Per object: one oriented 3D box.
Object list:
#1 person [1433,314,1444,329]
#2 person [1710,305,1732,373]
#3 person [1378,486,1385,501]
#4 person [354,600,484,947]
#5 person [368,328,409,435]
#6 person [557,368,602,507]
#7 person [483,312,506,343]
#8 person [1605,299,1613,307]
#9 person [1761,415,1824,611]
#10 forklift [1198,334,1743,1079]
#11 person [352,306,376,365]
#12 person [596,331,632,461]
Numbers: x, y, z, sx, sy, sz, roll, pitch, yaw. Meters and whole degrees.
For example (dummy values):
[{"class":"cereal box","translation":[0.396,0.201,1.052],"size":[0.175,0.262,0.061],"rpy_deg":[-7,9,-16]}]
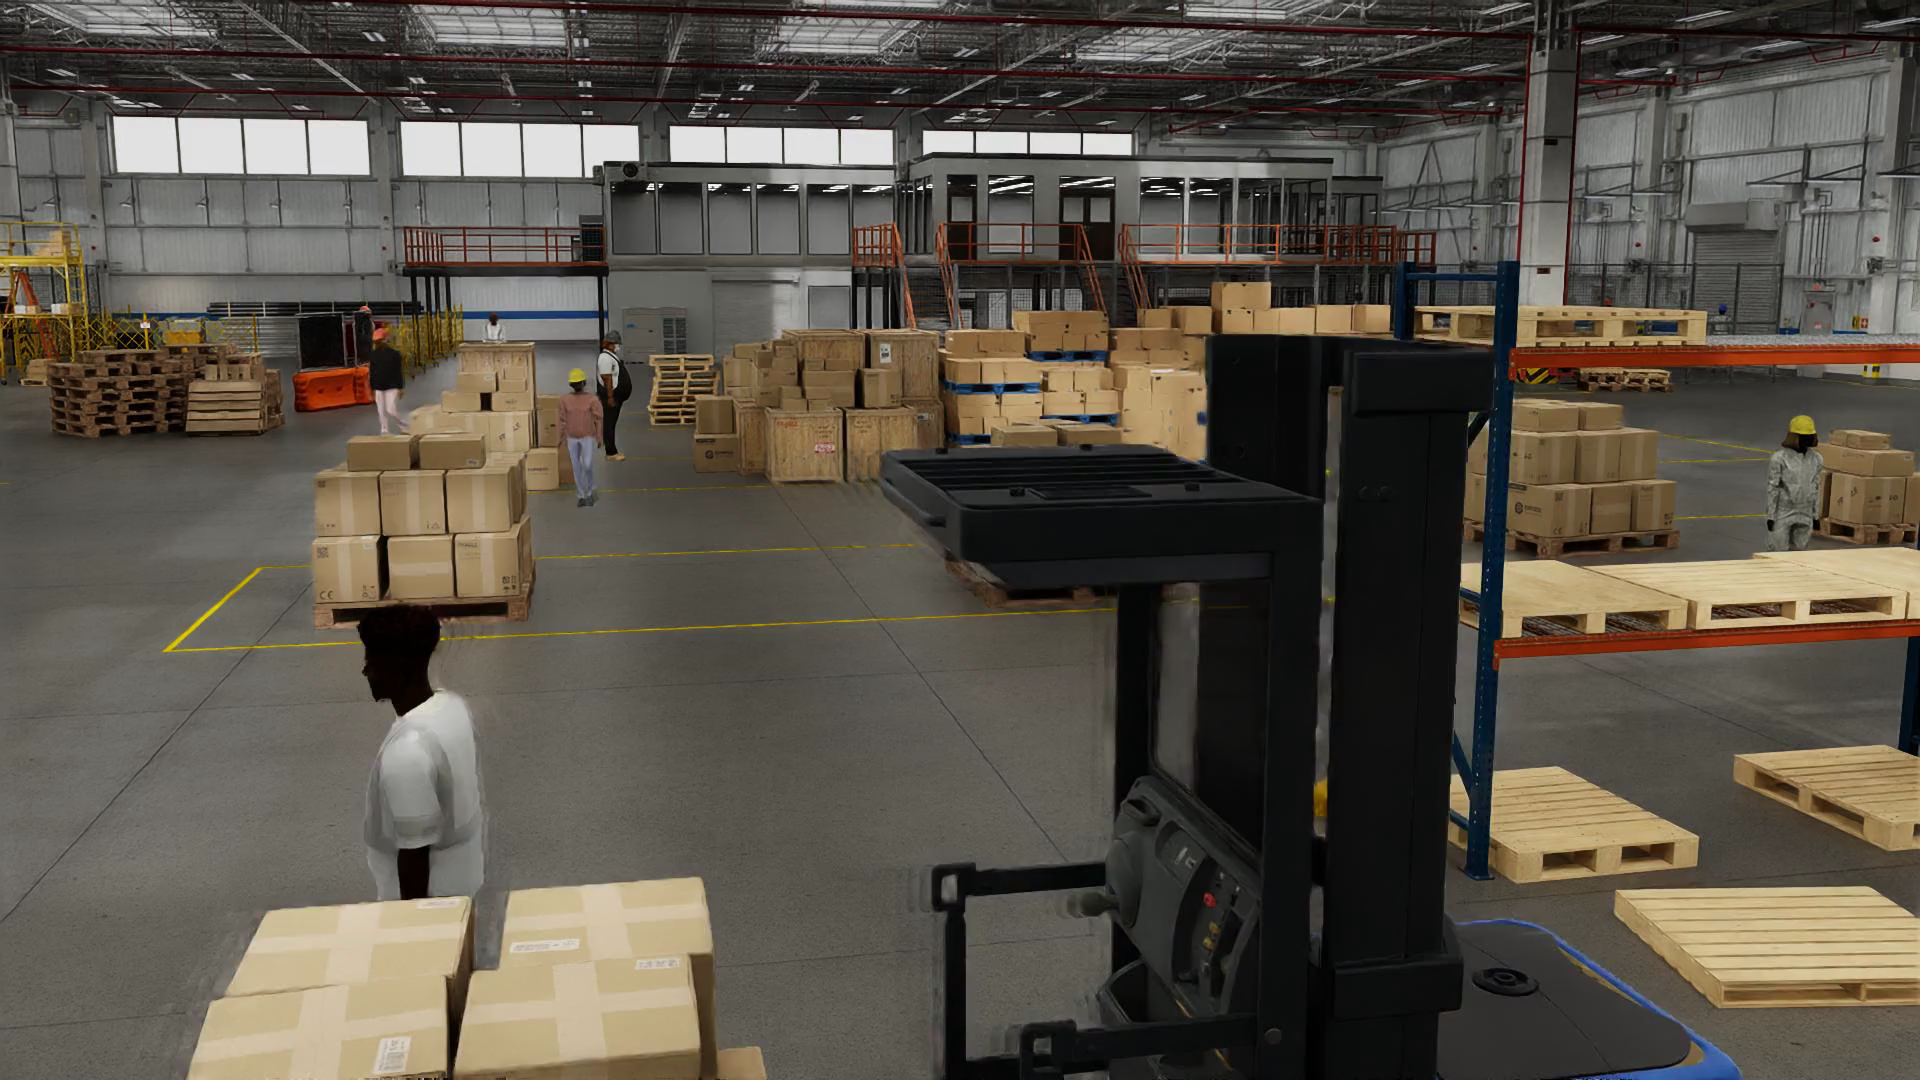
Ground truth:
[{"class":"person","translation":[13.082,-5.422,45.625],"size":[0.691,1.917,0.547],"rpy_deg":[-3,10,-17]},{"class":"person","translation":[21.586,-5.699,47.194],"size":[0.605,1.948,0.384],"rpy_deg":[8,12,39]},{"class":"person","translation":[4.427,-0.797,17.702],"size":[0.549,1.816,0.966],"rpy_deg":[2,10,12]},{"class":"person","translation":[-1.766,1.148,5.503],"size":[0.678,1.962,0.623],"rpy_deg":[0,9,1]},{"class":"person","translation":[-9.670,-2.576,28.057],"size":[0.616,1.982,0.516],"rpy_deg":[3,10,19]},{"class":"person","translation":[-4.765,-1.270,20.789],"size":[0.538,1.746,0.451],"rpy_deg":[0,9,3]},{"class":"person","translation":[-11.908,-4.903,42.605],"size":[0.581,1.863,0.710],"rpy_deg":[0,9,0]},{"class":"person","translation":[20.417,-6.601,52.553],"size":[0.623,1.992,0.396],"rpy_deg":[-7,12,-38]},{"class":"person","translation":[7.208,-0.211,14.369],"size":[0.492,1.742,0.323],"rpy_deg":[-1,9,-7]},{"class":"forklift","translation":[0.914,0.884,4.233],"size":[1.873,2.768,1.129],"rpy_deg":[-2,10,-12]},{"class":"person","translation":[-14.961,-4.864,41.864],"size":[0.606,2.038,0.393],"rpy_deg":[2,9,11]},{"class":"person","translation":[-5.391,-2.262,25.965],"size":[0.535,2.000,0.673],"rpy_deg":[-2,9,-9]}]
